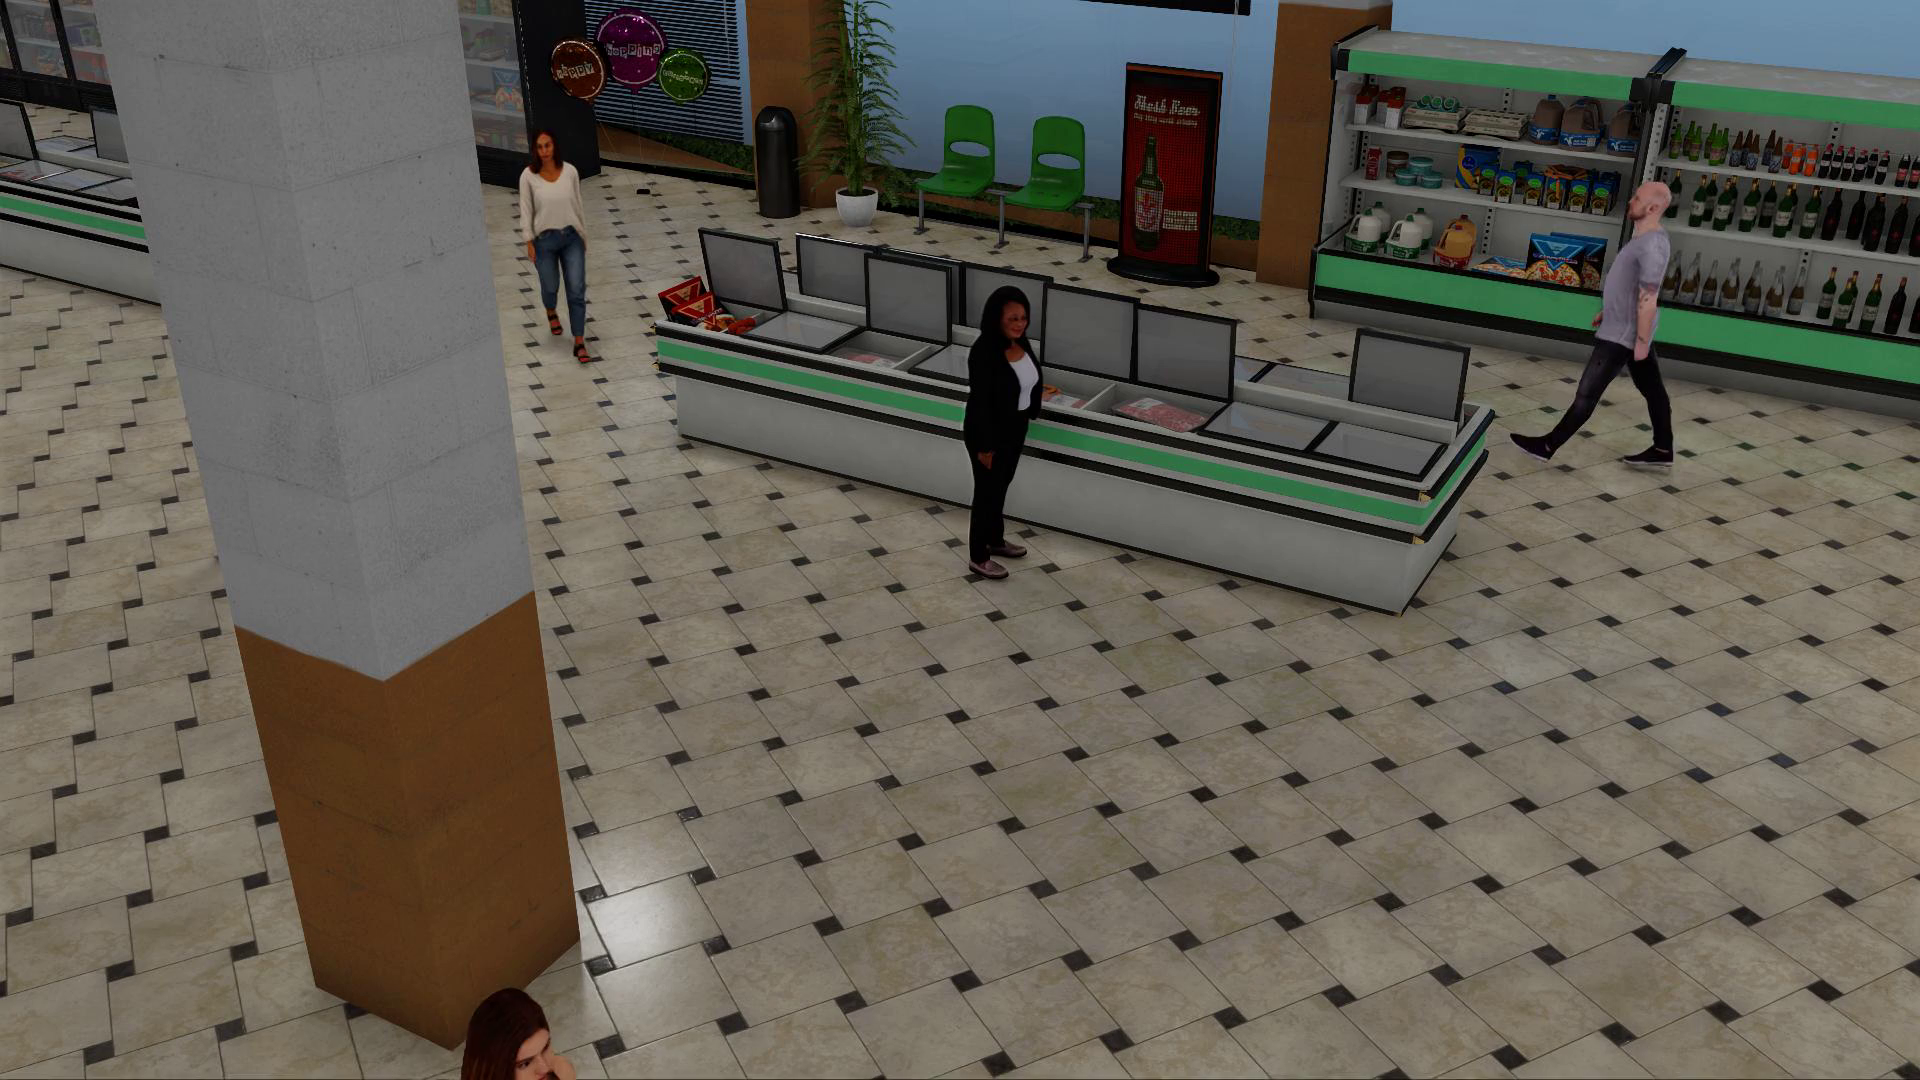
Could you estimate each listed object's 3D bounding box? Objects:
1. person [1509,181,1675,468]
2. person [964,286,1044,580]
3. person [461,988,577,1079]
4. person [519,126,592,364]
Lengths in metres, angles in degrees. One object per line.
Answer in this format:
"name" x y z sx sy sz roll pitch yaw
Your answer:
"person" 4.128 -1.230 10.012 1.242 1.785 0.776 10 29 19
"person" 0.198 -0.591 8.945 0.647 1.612 0.674 11 29 21
"person" -1.119 1.770 4.179 0.652 1.712 0.609 19 33 33
"person" -2.928 -2.153 11.995 1.039 1.640 1.162 -10 28 -18
